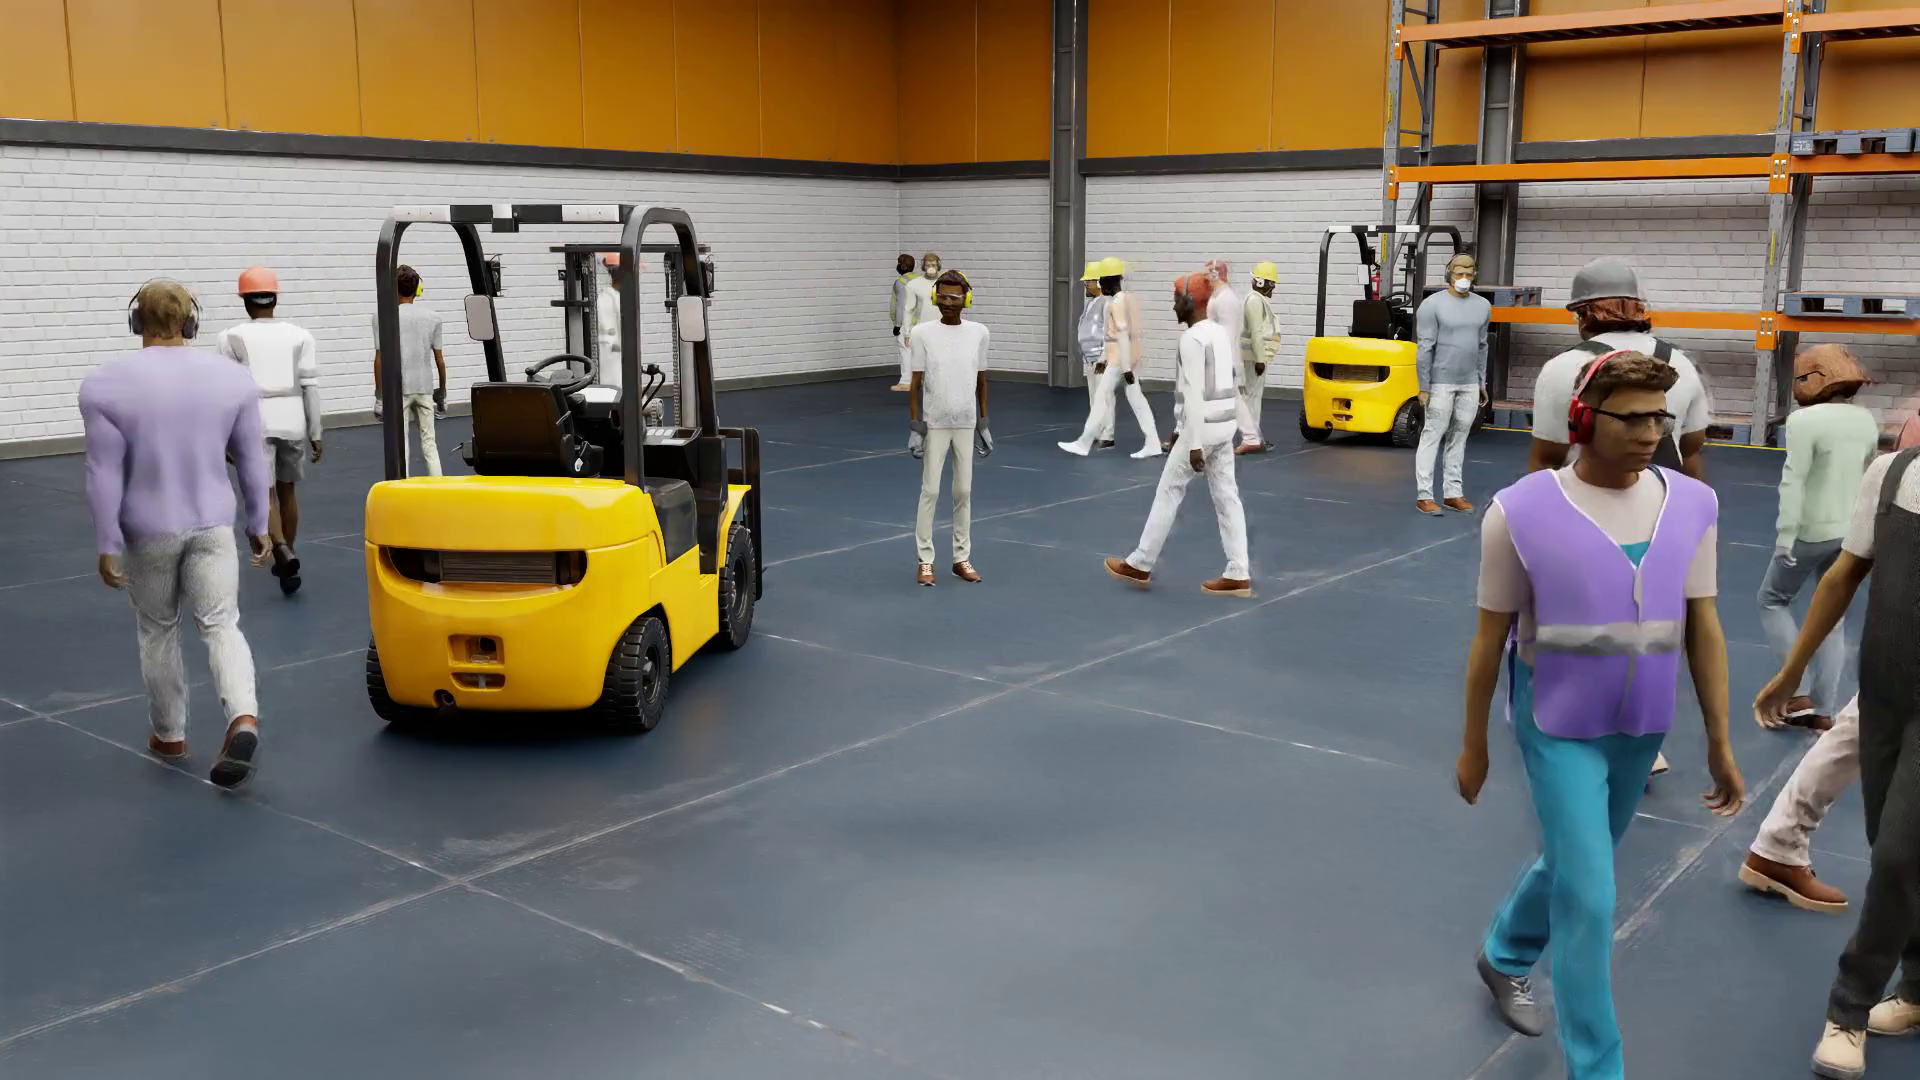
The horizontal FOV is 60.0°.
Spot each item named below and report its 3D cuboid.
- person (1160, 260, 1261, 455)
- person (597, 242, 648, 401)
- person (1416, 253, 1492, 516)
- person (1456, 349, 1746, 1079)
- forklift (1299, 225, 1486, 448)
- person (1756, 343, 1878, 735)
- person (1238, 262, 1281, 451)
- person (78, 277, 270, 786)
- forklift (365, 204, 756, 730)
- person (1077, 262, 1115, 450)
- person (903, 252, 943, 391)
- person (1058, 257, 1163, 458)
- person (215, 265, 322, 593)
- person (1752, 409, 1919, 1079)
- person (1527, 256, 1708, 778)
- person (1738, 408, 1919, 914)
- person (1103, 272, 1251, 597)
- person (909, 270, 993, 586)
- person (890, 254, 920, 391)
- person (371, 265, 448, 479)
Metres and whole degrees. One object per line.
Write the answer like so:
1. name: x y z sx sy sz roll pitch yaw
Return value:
1. person: 2.413 -1.714 15.727 0.991 1.855 0.643 2 10 9
2. person: -2.651 -1.263 12.747 0.742 2.024 0.624 3 11 14
3. person: 3.659 -1.148 12.350 0.630 1.936 0.369 -4 11 -21
4. person: 1.469 0.445 3.942 0.556 1.805 0.934 -3 11 -16
5. forklift: 4.449 -2.115 16.993 1.214 2.155 2.313 8 13 38
6. person: 3.550 0.001 6.871 0.531 1.605 0.395 -4 11 -20
7. person: 2.913 -1.784 16.193 0.404 1.822 0.586 1 10 7
8. person: -2.910 -0.029 6.266 0.645 1.909 0.891 -7 13 -36
9. forklift: -1.766 -0.406 7.525 1.214 2.155 2.313 1 10 7
10. person: 1.344 -1.792 16.234 0.403 1.826 0.592 -3 11 -16
11. person: -0.355 -2.510 20.028 0.647 1.898 1.013 0 10 0
12. person: 1.450 -1.683 15.499 0.984 1.868 0.589 3 11 15
13. person: -4.001 -0.646 9.702 0.544 1.903 0.886 -7 12 -33
14. person: 2.329 0.400 4.098 0.568 1.818 0.624 -3 11 -19
15. person: 2.515 -0.125 6.394 0.693 2.000 1.018 -4 11 -19
16. person: 2.833 0.217 4.798 1.024 1.948 0.622 6 12 31
17. person: 1.299 -0.608 9.611 0.969 1.837 0.578 7 12 34
18. person: -0.051 -0.660 9.863 0.514 1.860 0.327 -3 11 -18
19. person: -0.739 -2.944 22.561 0.429 1.847 0.627 4 11 23
20. person: -3.943 -1.032 11.937 0.514 1.861 0.347 -6 12 -30
